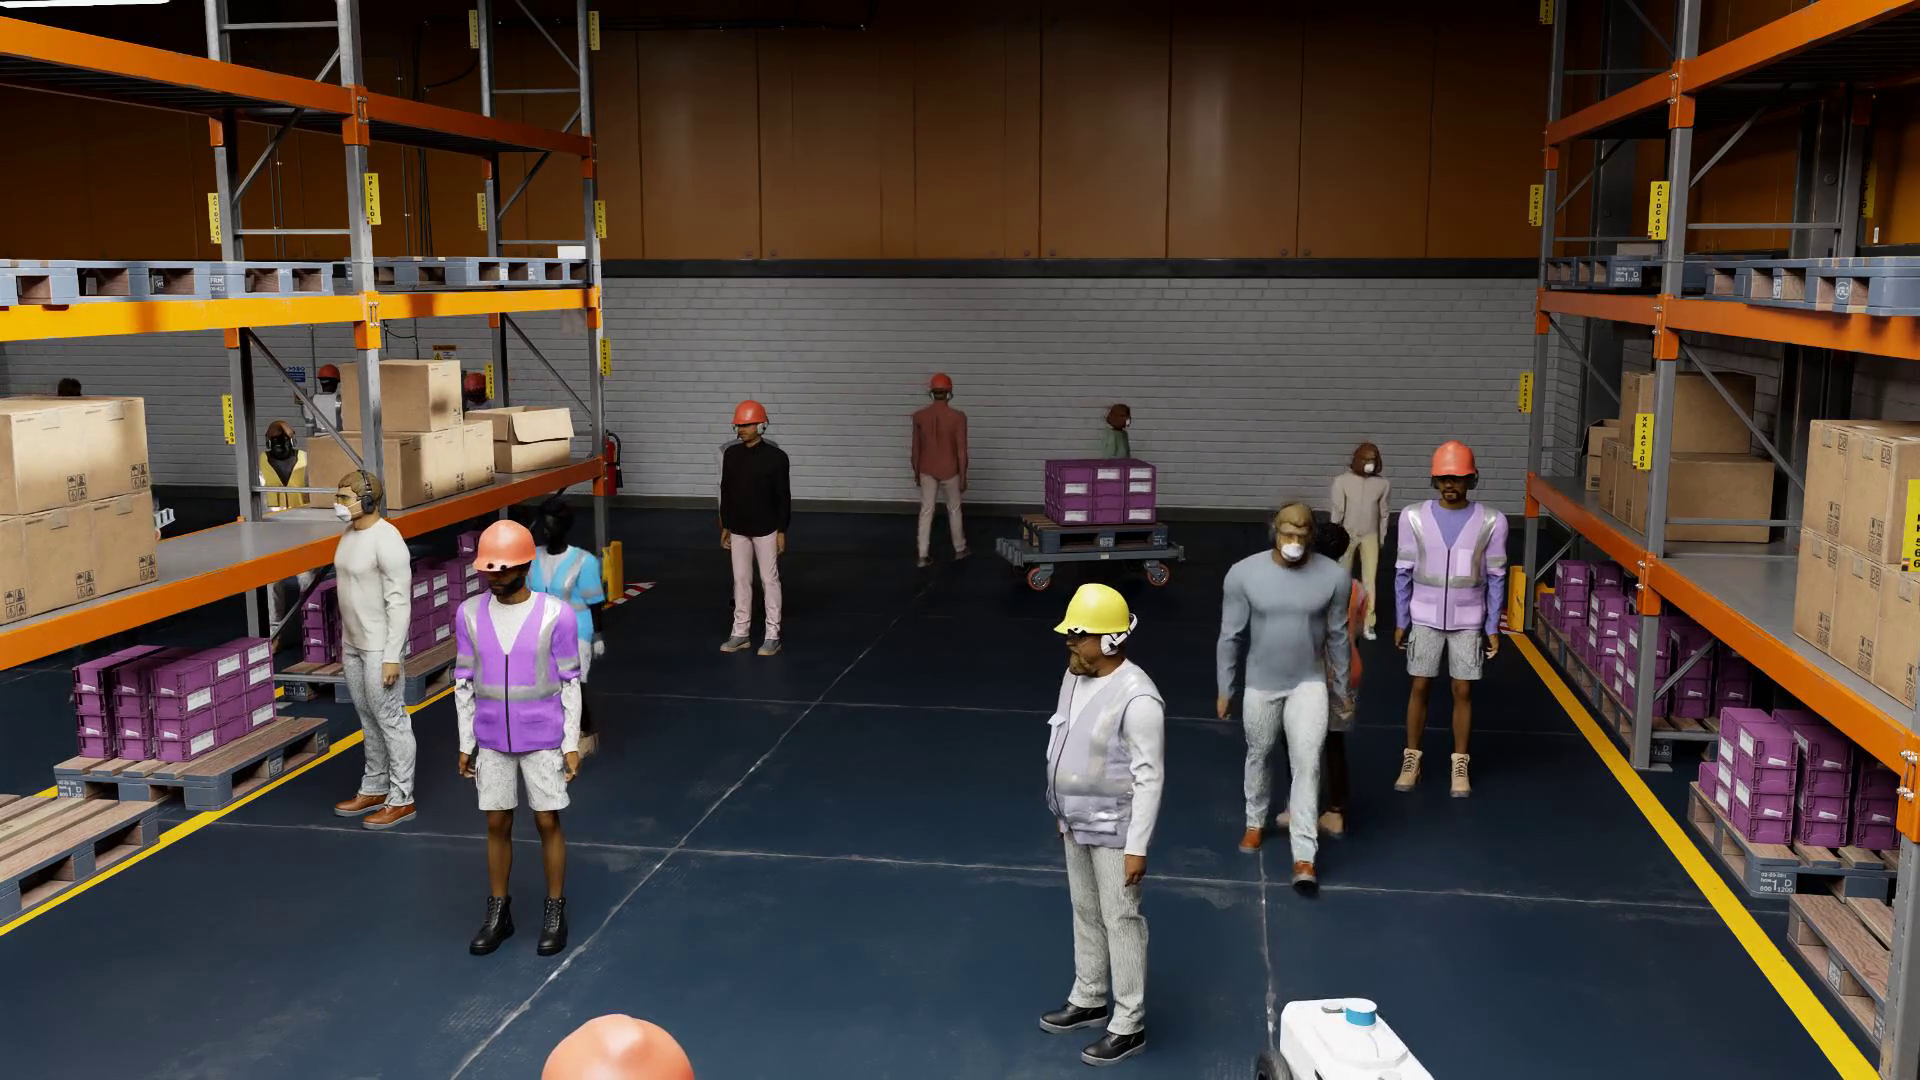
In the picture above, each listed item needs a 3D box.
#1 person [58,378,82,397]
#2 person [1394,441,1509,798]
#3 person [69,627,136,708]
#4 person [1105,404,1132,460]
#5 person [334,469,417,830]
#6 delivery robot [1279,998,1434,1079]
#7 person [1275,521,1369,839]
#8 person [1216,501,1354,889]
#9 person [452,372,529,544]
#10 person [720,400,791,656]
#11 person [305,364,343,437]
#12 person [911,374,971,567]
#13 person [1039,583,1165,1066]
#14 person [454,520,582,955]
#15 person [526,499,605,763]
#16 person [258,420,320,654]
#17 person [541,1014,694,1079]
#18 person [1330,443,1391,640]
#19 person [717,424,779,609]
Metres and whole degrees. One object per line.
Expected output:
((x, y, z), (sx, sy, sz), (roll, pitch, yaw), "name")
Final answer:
((-9.814, -0.900, 18.558), (0.918, 1.794, 0.644), (-4, 10, -21), "person")
((2.772, 0.452, 9.452), (0.607, 2.044, 0.396), (3, 10, 21), "person")
((-5.919, 0.172, 11.447), (0.617, 1.941, 1.012), (-3, 10, -17), "person")
((1.597, -0.641, 17.529), (0.716, 1.612, 0.502), (4, 10, 23), "person")
((-3.172, 0.581, 8.976), (0.371, 1.940, 0.627), (-9, 13, -43), "person")
((1.332, 1.779, 5.558), (0.477, 0.478, 0.707), (-1, 9, -8), "delivery robot")
((1.951, 0.740, 8.834), (0.564, 1.656, 0.463), (-5, 10, -27), "person")
((1.598, 0.742, 8.188), (0.672, 1.868, 1.072), (2, 9, 11), "person")
((-5.212, -0.926, 18.437), (0.948, 1.897, 0.541), (-8, 12, -41), "person")
((-1.613, -0.095, 12.969), (0.608, 1.996, 0.382), (4, 10, 25), "person")
((-7.151, -1.033, 18.966), (0.543, 1.928, 0.374), (0, 9, 0), "person")
((-0.188, -0.722, 17.009), (0.639, 1.948, 0.930), (3, 10, 19), "person")
((0.529, 1.065, 6.320), (0.403, 1.831, 0.596), (-4, 10, -25), "person")
((-1.928, 0.864, 7.245), (0.550, 1.933, 0.375), (0, 9, 3), "person")
((-2.393, 0.586, 9.820), (0.533, 1.646, 0.877), (4, 10, 23), "person")
((-5.262, -0.022, 13.026), (0.628, 1.837, 0.429), (-4, 10, -24), "person")
((-0.489, 1.631, 2.502), (0.543, 1.940, 0.361), (-7, 11, -35), "person")
((3.306, -0.024, 13.805), (0.502, 1.592, 0.868), (1, 9, 4), "person")
((-1.863, -0.290, 14.674), (0.588, 1.835, 0.400), (-4, 10, -24), "person")
